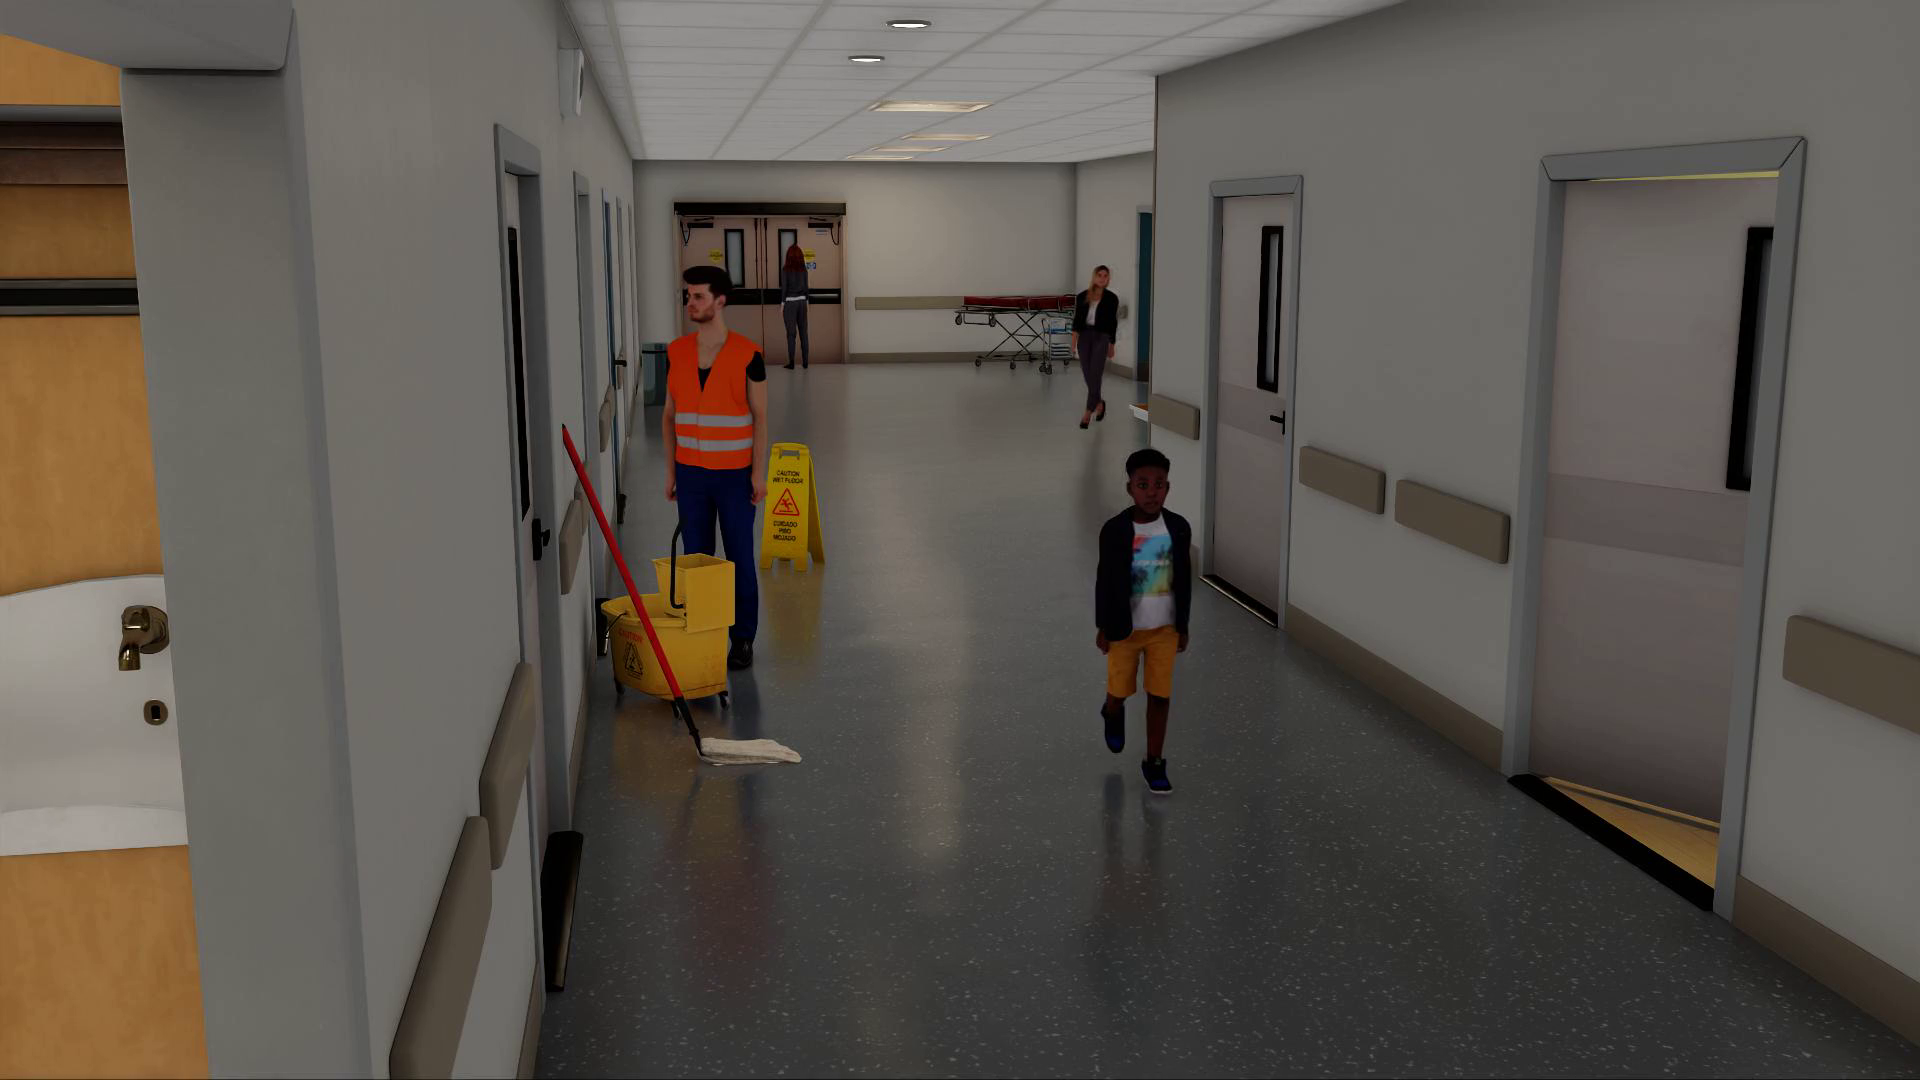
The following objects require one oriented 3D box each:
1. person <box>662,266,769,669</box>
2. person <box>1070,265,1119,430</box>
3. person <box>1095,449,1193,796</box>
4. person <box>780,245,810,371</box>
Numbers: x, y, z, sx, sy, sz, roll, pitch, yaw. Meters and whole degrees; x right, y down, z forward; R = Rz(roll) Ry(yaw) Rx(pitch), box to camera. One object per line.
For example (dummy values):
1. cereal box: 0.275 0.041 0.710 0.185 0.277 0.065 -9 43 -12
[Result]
1. person: -1.150 -0.344 7.846 0.771 1.881 0.773 3 11 14
2. person: 1.382 -1.943 16.977 0.949 1.618 1.144 4 11 20
3. person: 0.675 0.281 6.218 0.523 1.259 0.761 -2 11 -9
4. person: -2.389 -3.370 24.065 0.643 1.779 0.597 -6 12 -29
